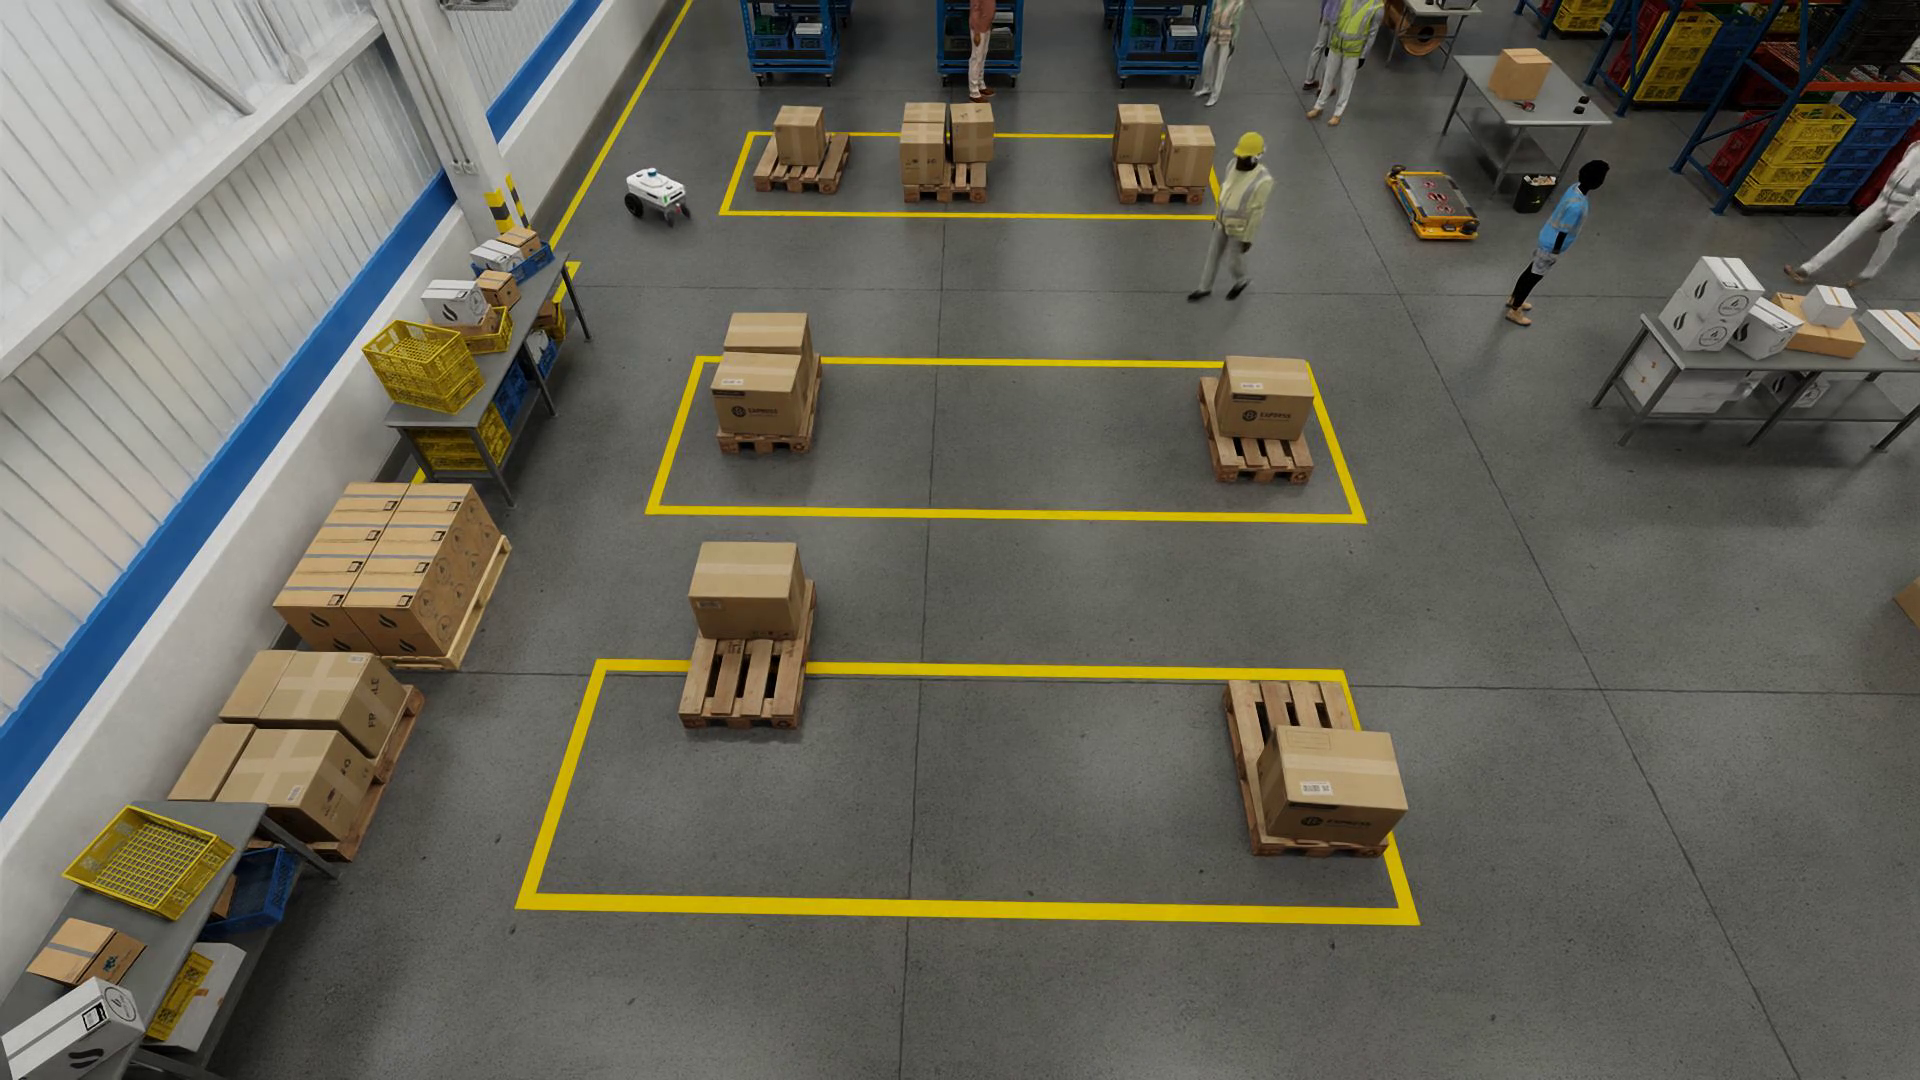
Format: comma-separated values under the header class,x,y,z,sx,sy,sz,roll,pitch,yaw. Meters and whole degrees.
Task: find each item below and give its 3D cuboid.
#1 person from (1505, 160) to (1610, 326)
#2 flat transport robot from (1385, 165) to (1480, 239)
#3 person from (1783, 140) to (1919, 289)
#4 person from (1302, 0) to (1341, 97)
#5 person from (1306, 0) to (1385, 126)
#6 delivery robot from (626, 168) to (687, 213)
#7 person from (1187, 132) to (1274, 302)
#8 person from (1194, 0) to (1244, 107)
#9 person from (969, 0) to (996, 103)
class,x,y,z,sx,sy,sz,roll,pitch,yaw
person,5.934,-2.963,9.142,0.316,1.696,0.540,20,52,16
flat transport robot,5.692,-4.094,11.059,0.652,0.197,1.431,1,49,1
person,9.560,-3.436,9.469,1.025,1.813,0.599,-4,49,-4
person,5.186,-7.173,12.633,0.370,1.934,0.627,-22,53,-18
person,5.093,-6.462,12.075,0.429,1.846,0.625,-36,58,-27
delivery robot,-3.594,-4.154,10.859,0.707,0.478,0.477,28,55,23
person,2.784,-3.216,9.287,0.526,1.836,0.608,-24,53,-19
person,3.563,-6.825,12.527,0.360,1.629,0.530,-32,56,-25
person,0.308,-6.987,12.431,0.378,1.996,0.610,15,51,12
